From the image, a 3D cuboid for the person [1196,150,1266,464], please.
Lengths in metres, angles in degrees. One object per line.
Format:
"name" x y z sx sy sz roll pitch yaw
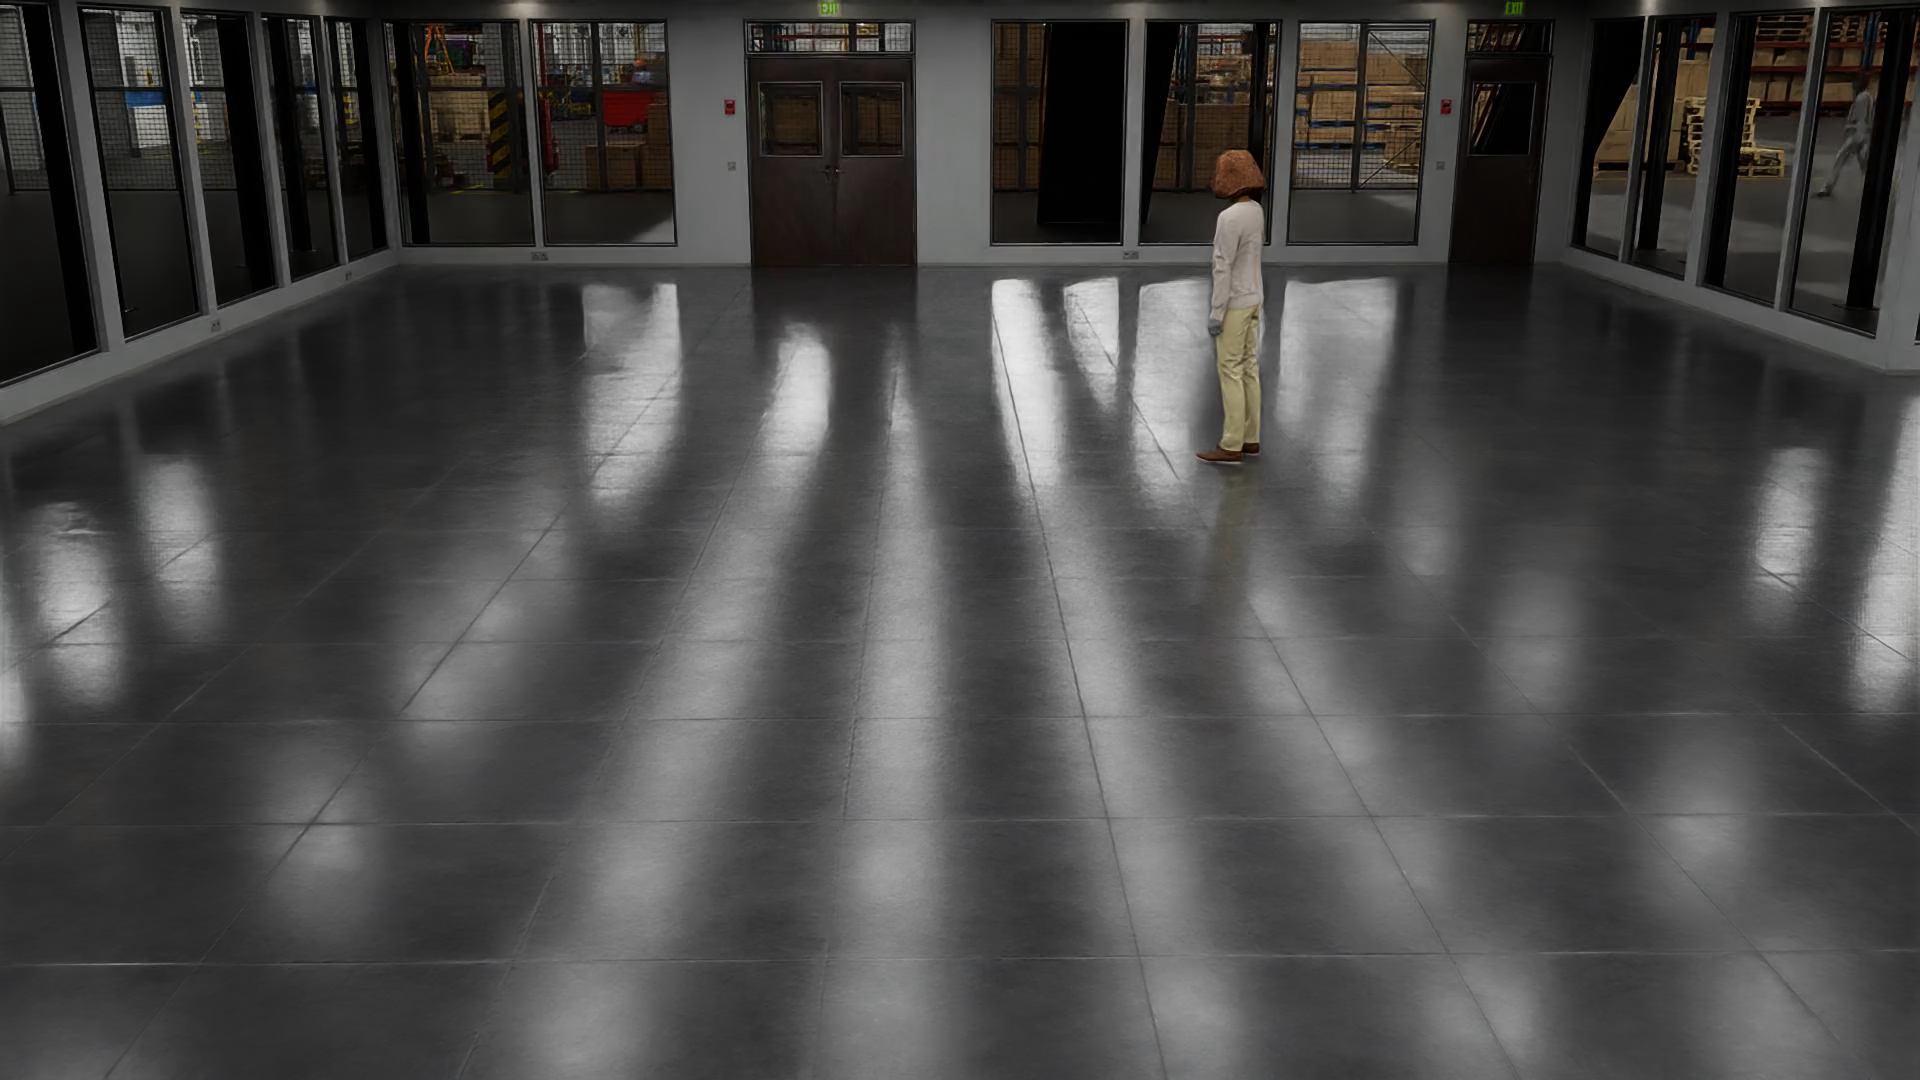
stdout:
"person" 1.445 -1.215 8.734 0.279 1.624 0.494 9 18 27
